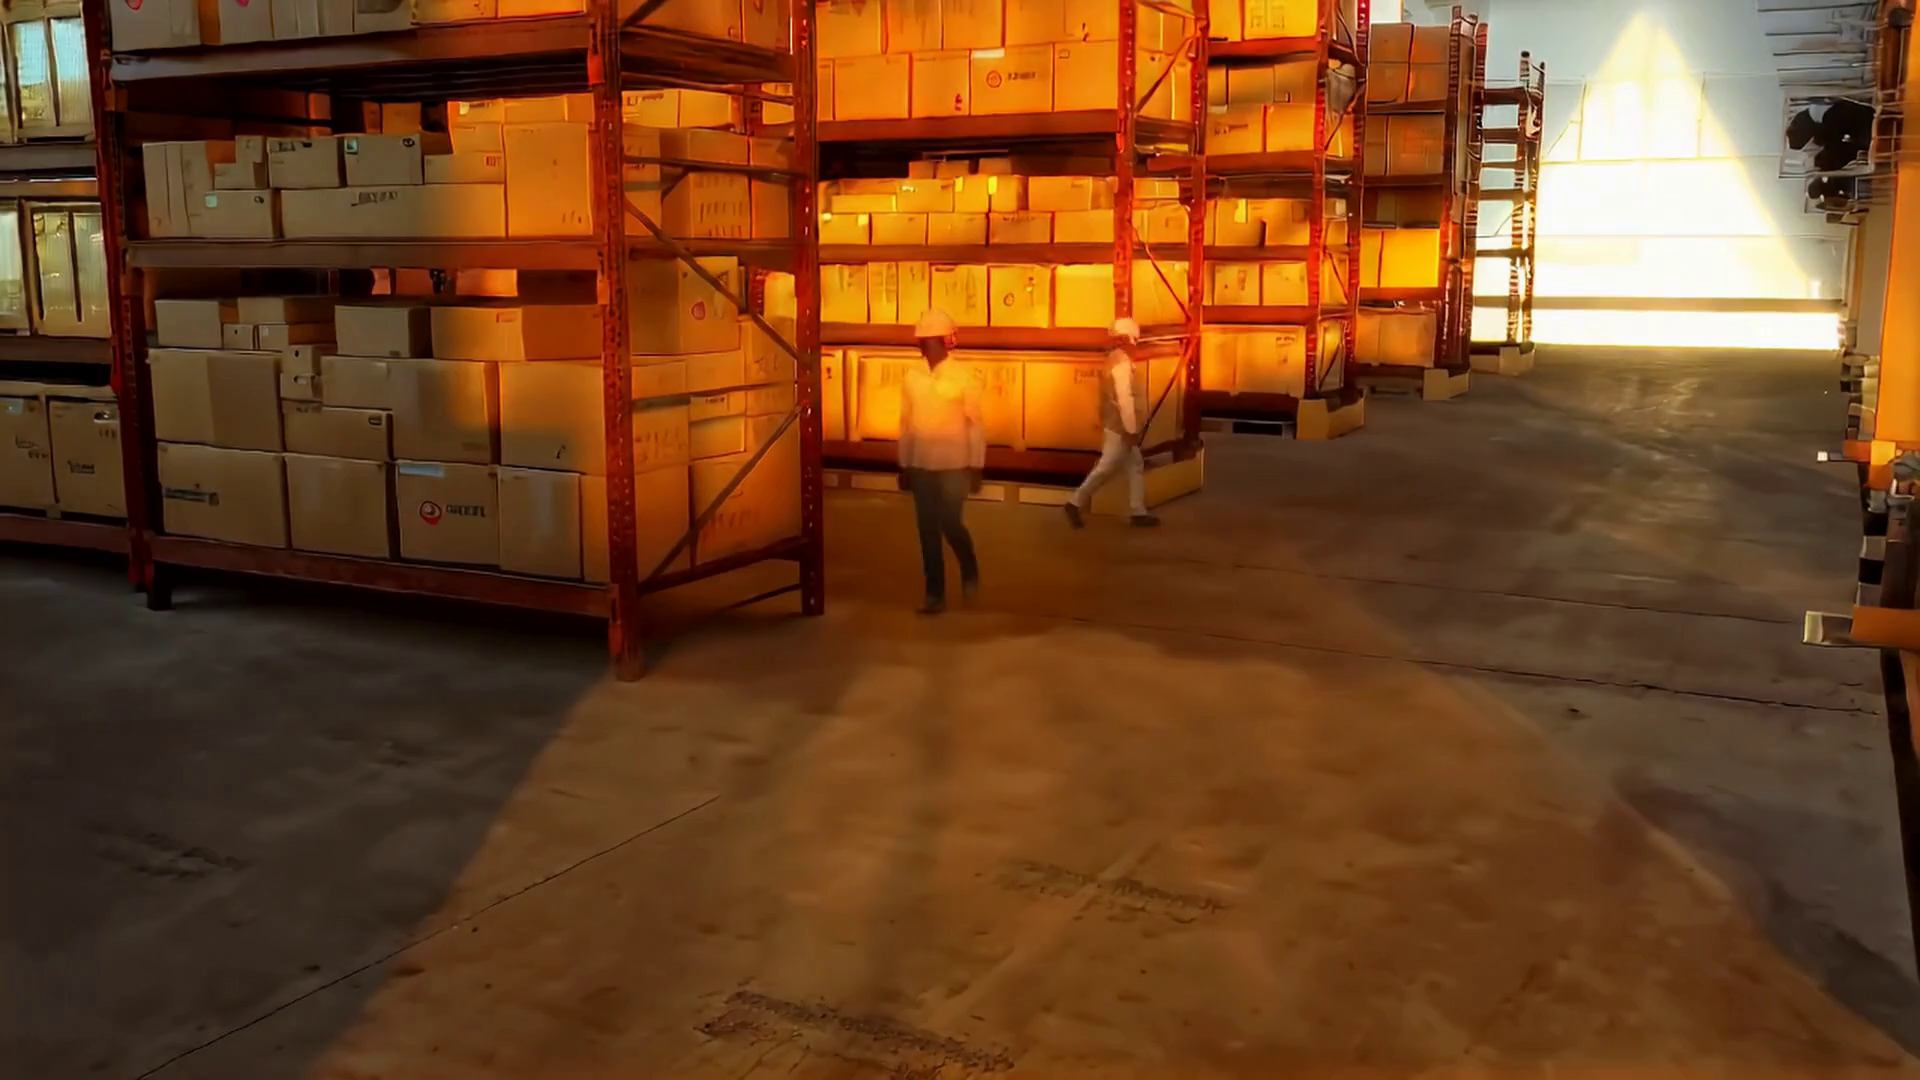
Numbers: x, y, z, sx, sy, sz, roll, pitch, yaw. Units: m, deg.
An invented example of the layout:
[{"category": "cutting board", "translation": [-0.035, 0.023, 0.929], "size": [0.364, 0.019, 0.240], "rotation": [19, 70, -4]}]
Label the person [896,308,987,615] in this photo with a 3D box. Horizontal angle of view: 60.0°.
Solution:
[{"category": "person", "translation": [-0.136, -0.497, 10.721], "size": [0.635, 1.983, 0.459], "rotation": [6, 11, 30]}]

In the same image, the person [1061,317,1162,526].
[{"category": "person", "translation": [1.299, -0.991, 14.109], "size": [0.798, 1.799, 0.597], "rotation": [1, 10, 7]}]

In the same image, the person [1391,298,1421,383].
[{"category": "person", "translation": [8.055, -3.813, 30.224], "size": [0.569, 1.874, 0.990], "rotation": [-6, 12, -32]}]
